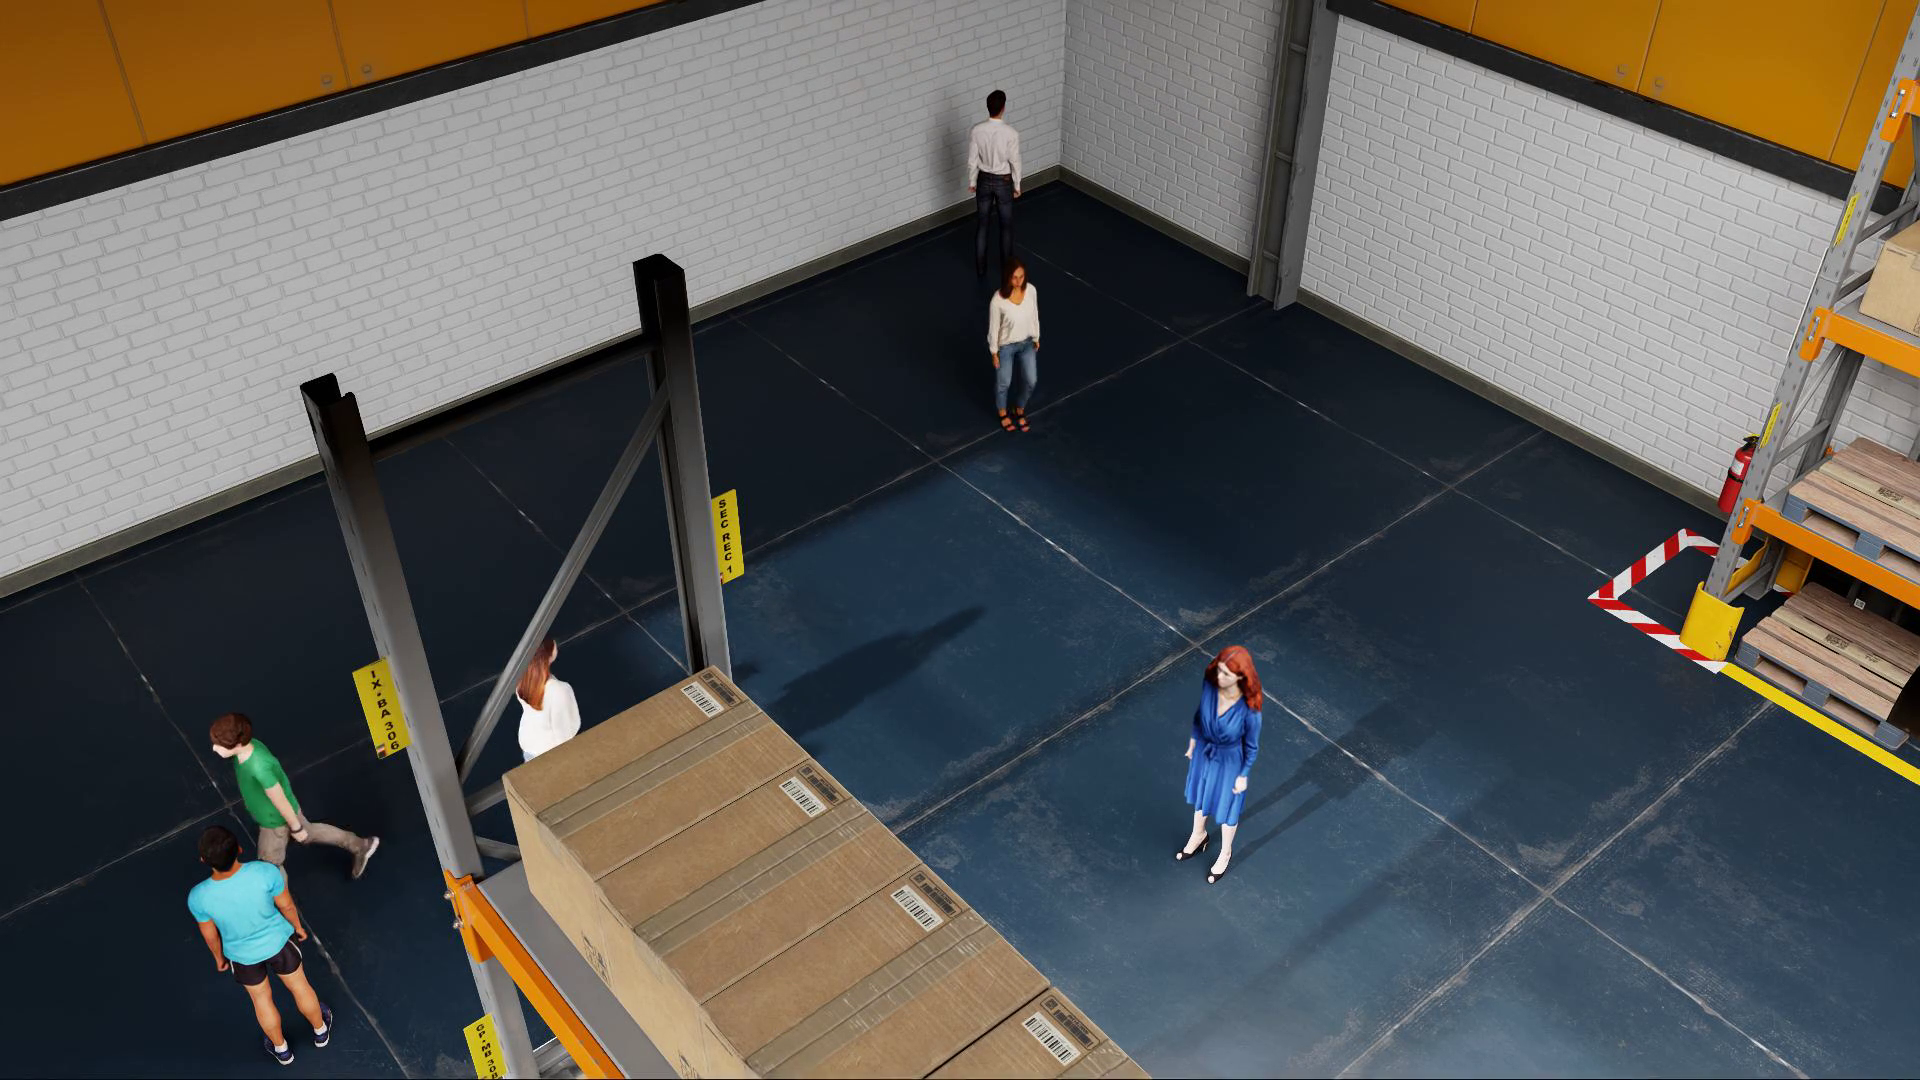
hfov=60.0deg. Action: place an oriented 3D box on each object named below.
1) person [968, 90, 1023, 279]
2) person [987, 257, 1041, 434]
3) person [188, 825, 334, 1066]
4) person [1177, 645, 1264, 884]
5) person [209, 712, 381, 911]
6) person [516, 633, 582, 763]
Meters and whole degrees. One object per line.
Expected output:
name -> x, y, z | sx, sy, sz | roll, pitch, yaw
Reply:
person -> 0.330, -3.373, 15.808 | 0.691, 1.870, 0.802 | 9, 40, 11
person -> 0.408, -1.656, 13.816 | 0.722, 1.673, 0.682 | -16, 41, -19
person -> -3.761, 2.176, 8.936 | 0.653, 1.776, 0.568 | -20, 43, -23
person -> 1.566, 1.331, 9.951 | 0.662, 1.829, 0.493 | -29, 47, -31
person -> -3.942, 1.571, 9.819 | 0.653, 1.620, 1.045 | -25, 45, -28
person -> -2.560, 1.297, 10.140 | 1.088, 1.647, 0.881 | 23, 44, 26
